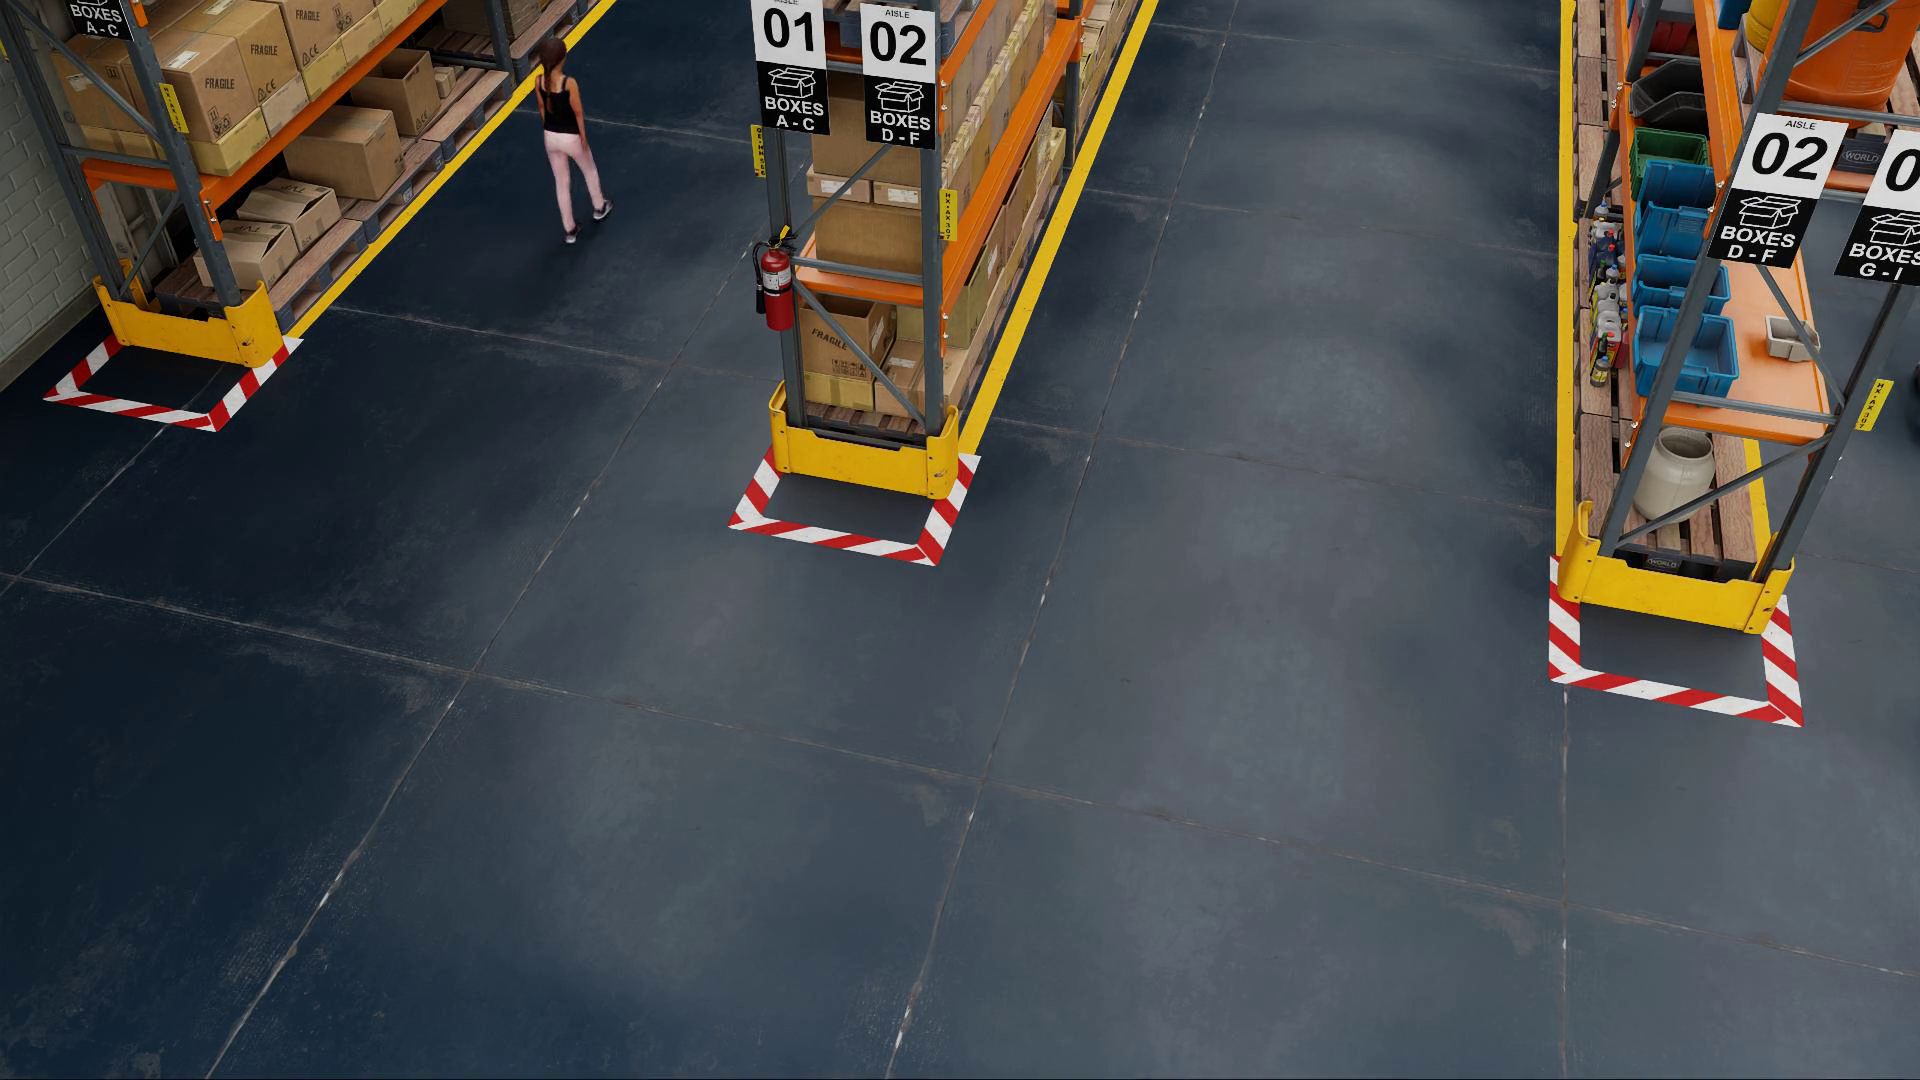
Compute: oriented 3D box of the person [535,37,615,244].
[{"bbox_3d":[-2.923,-2.898,12.216,0.585,1.541,0.843,5,43,6],"label":"person"}]
